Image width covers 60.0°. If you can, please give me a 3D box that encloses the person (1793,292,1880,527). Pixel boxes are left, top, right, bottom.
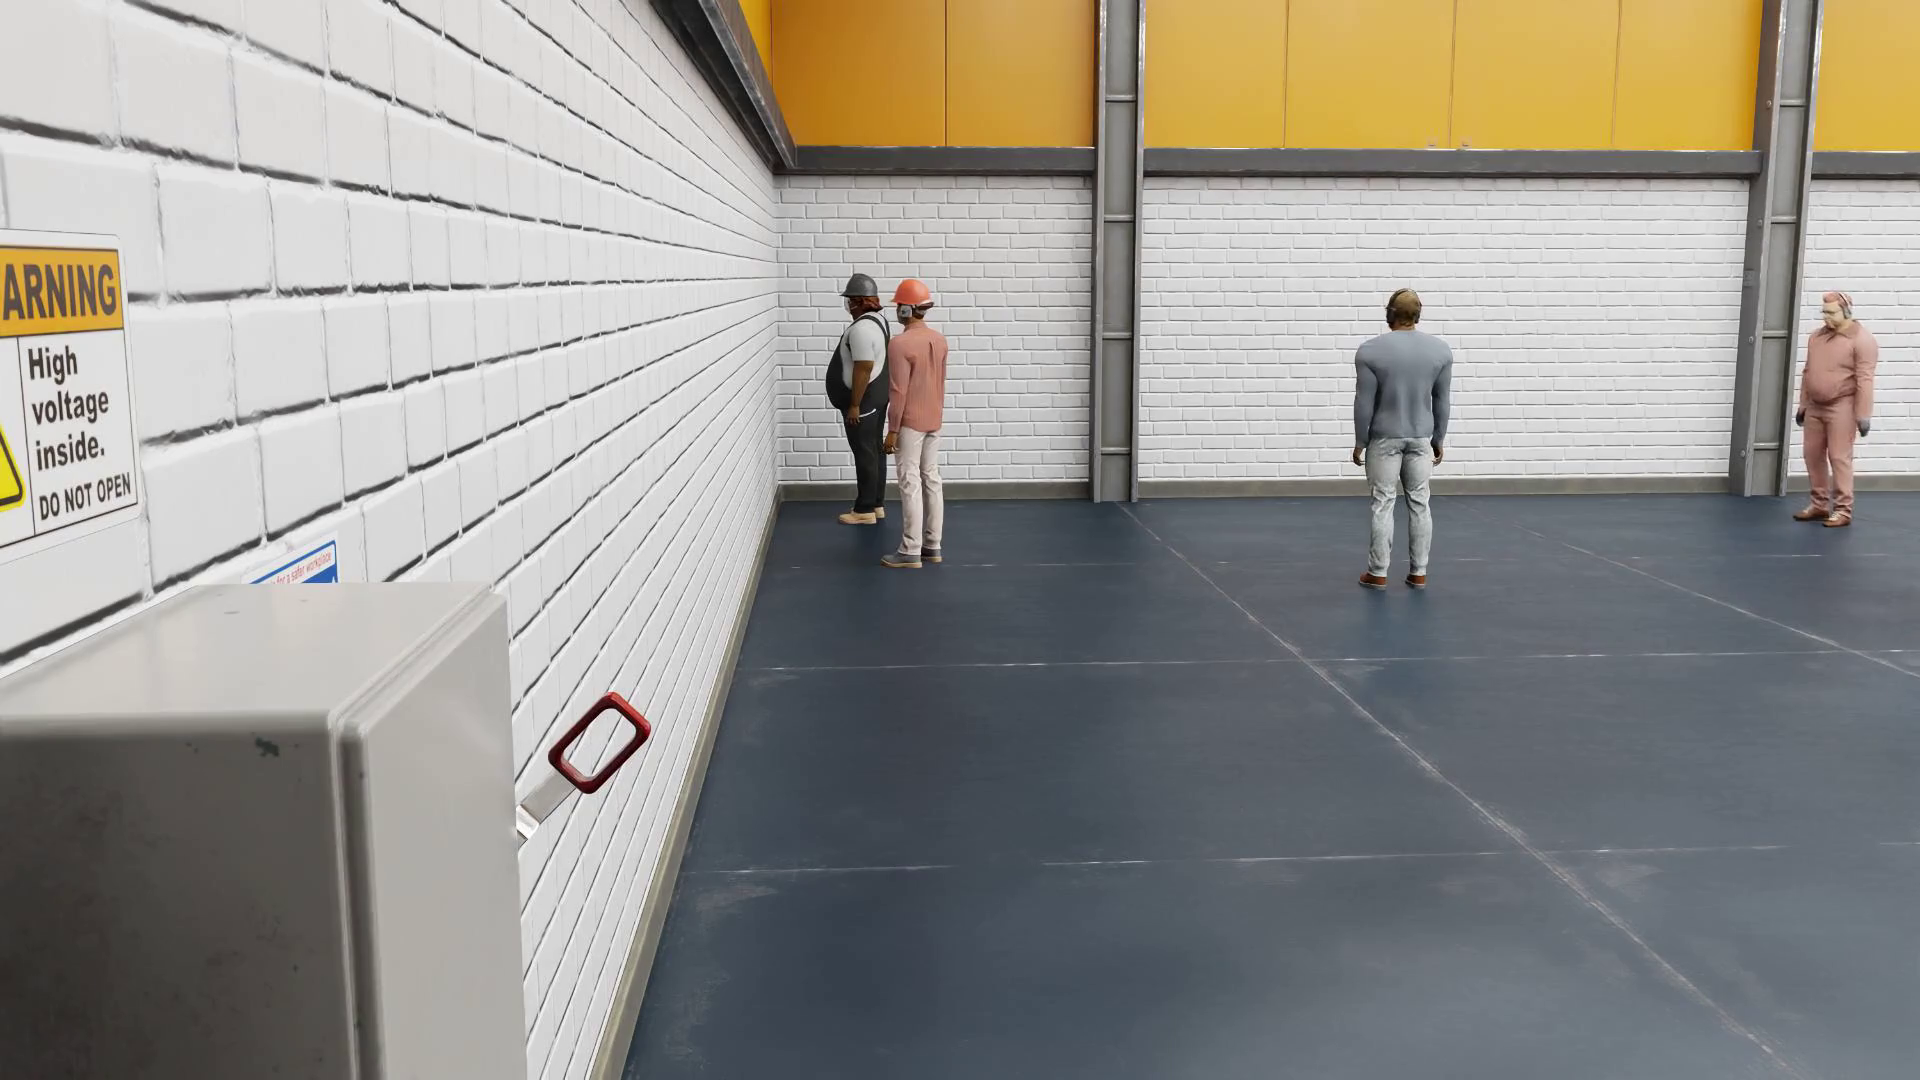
[{"bbox_3d":[7.088,-1.050,13.440,0.442,1.886,0.676,-3,10,-18],"label":"person"}]

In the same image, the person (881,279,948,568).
[{"bbox_3d":[-0.317,-0.805,11.552,0.375,1.997,0.611,6,11,32],"label":"person"}]

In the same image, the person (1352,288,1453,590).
[{"bbox_3d":[2.822,-0.638,10.684,0.629,1.940,0.372,-1,9,-3],"label":"person"}]

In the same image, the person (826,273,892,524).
[{"bbox_3d":[-0.832,-1.155,13.613,0.536,2.000,0.677,2,9,12],"label":"person"}]
